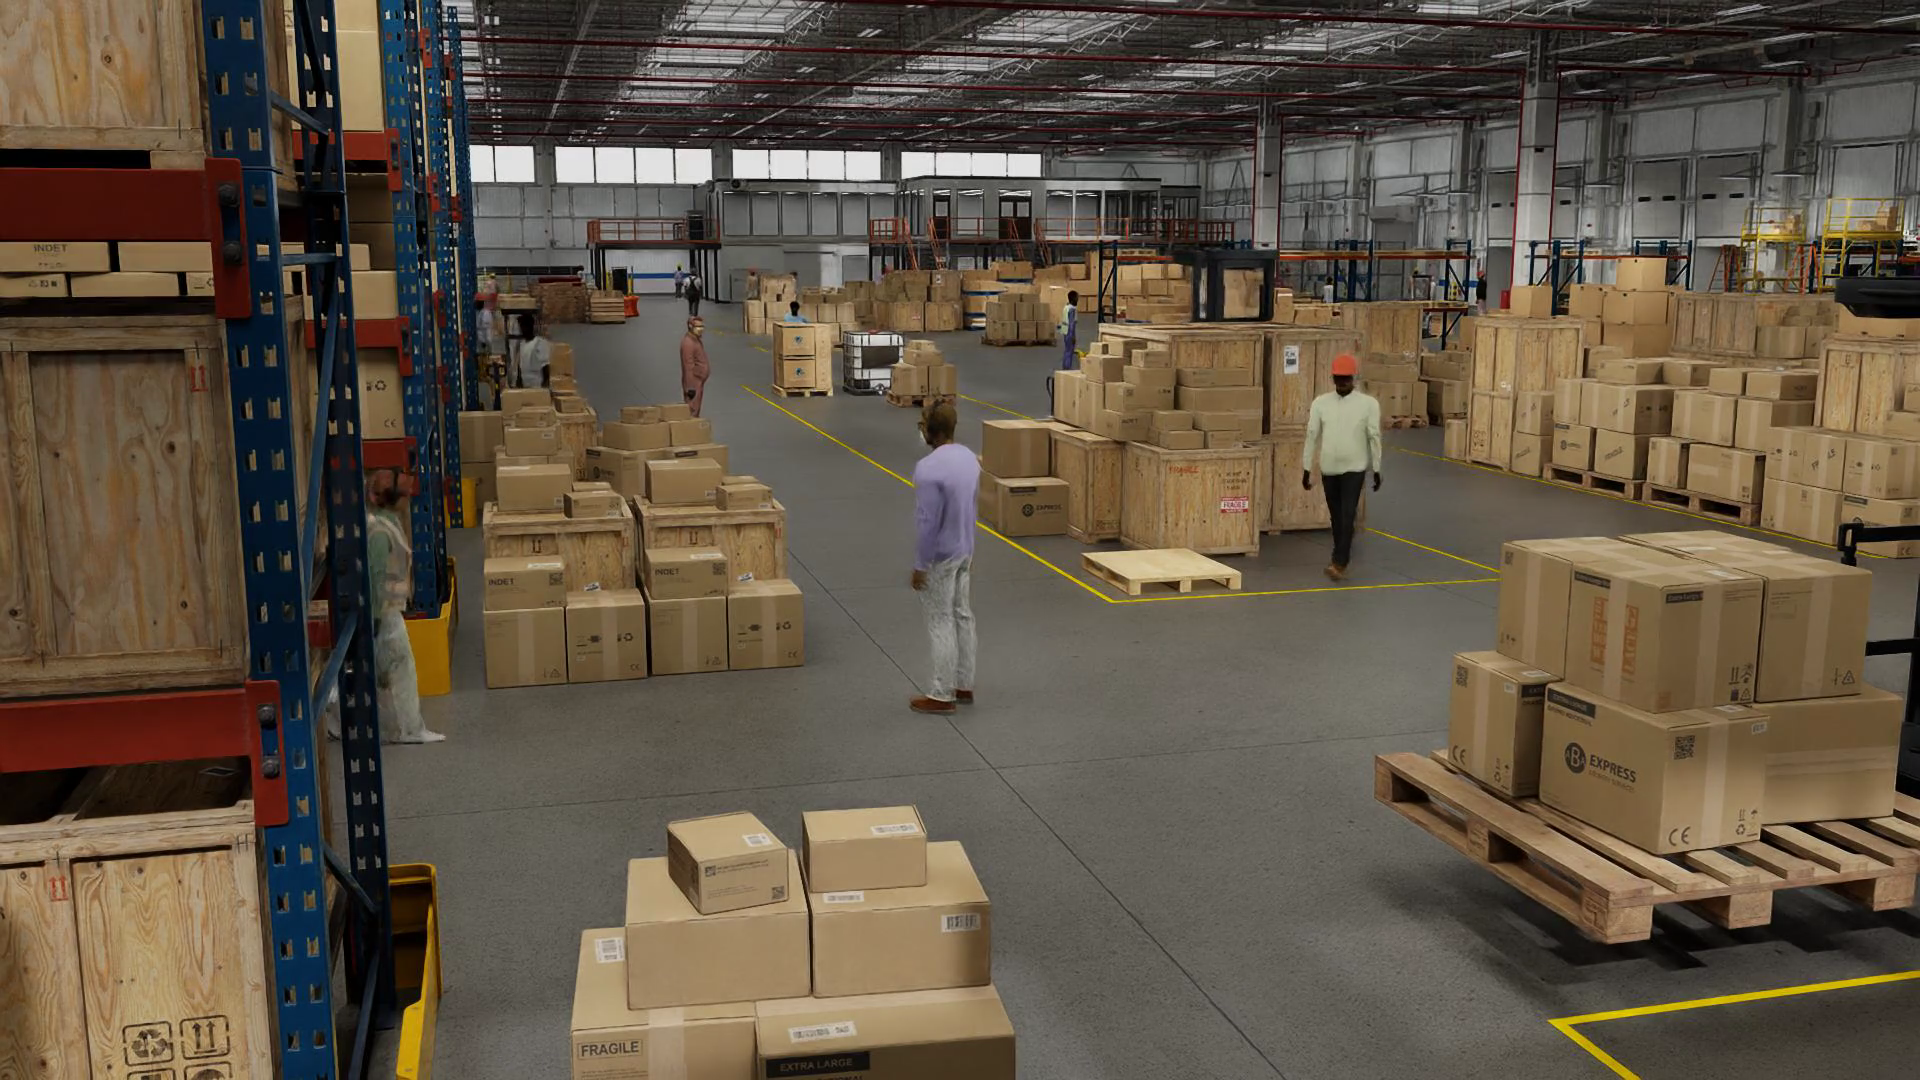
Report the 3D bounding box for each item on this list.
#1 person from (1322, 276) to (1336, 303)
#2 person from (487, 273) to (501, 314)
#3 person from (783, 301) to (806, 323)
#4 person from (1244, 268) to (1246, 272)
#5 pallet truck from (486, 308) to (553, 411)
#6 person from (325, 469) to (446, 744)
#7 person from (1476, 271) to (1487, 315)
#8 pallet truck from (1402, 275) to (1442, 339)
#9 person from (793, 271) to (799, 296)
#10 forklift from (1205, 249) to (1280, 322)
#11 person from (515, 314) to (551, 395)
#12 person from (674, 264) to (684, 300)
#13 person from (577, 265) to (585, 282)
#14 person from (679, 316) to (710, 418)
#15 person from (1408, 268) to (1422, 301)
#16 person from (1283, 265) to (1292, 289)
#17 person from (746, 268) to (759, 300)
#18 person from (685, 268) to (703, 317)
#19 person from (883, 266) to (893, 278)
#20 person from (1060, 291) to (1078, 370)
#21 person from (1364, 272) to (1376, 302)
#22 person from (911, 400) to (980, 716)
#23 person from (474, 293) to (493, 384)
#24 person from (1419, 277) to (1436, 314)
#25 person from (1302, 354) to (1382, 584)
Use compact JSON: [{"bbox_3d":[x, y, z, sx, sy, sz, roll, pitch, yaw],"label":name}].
[{"bbox_3d":[12.291,-7.834,55.397,0.521,1.870,0.319,5,11,26],"label":"person"},{"bbox_3d":[-19.708,-10.418,70.341,0.555,1.745,0.551,0,10,-2],"label":"person"},{"bbox_3d":[-3.647,-4.442,36.687,0.553,1.685,0.458,1,10,8],"label":"person"},{"bbox_3d":[16.221,-14.924,95.408,0.617,1.931,0.737,-2,10,-9],"label":"person"},{"bbox_3d":[-6.242,-2.418,24.362,0.823,1.965,1.885,1,10,3],"label":"pallet truck"},{"bbox_3d":[-3.370,0.395,9.503,0.691,1.614,0.533,-3,11,-18],"label":"person"},{"bbox_3d":[18.781,-8.709,59.993,0.386,1.996,0.610,9,13,41],"label":"person"},{"bbox_3d":[14.620,-7.324,52.145,0.823,1.965,1.885,8,13,40],"label":"pallet truck"},{"bbox_3d":[-6.650,-9.786,66.481,0.981,1.863,0.636,-6,12,-30],"label":"person"},{"bbox_3d":[3.725,-2.462,22.115,1.129,2.768,1.873,-3,10,-16],"label":"forklift"},{"bbox_3d":[-5.948,-2.171,23.115,0.619,1.940,0.439,9,14,42],"label":"person"},{"bbox_3d":[-15.146,-13.931,89.753,0.385,1.925,0.591,7,12,34],"label":"person"},{"bbox_3d":[-19.715,-13.365,86.666,0.573,1.886,0.353,8,13,39],"label":"person"},{"bbox_3d":[-3.664,-2.144,23.081,0.399,1.905,0.642,0,10,0],"label":"person"},{"bbox_3d":[20.974,-11.586,76.585,0.602,1.895,0.830,1,10,5],"label":"person"},{"bbox_3d":[15.442,-12.064,79.097,0.907,1.958,0.629,-1,10,-8],"label":"person"},{"bbox_3d":[-9.255,-11.165,74.125,0.548,1.920,0.671,-5,11,-27],"label":"person"},{"bbox_3d":[-10.505,-9.772,65.886,0.704,2.000,0.869,1,10,5],"label":"person"},{"bbox_3d":[-3.059,-10.714,71.279,0.643,2.020,0.539,-6,12,-32],"label":"person"},{"bbox_3d":[2.375,-4.442,36.057,0.370,1.915,0.597,-1,10,-8],"label":"person"},{"bbox_3d":[19.682,-12.067,79.918,0.536,1.672,0.697,-7,12,-33],"label":"person"},{"bbox_3d":[-0.096,0.109,10.222,0.352,1.937,0.635,5,11,27],"label":"person"},{"bbox_3d":[-10.052,-4.185,34.641,0.964,1.894,0.575,-8,13,-39],"label":"person"},{"bbox_3d":[17.559,-9.047,62.494,0.643,1.796,0.972,1,10,7],"label":"person"},{"bbox_3d":[3.253,-0.614,14.287,0.651,1.939,1.036,5,11,28],"label":"person"}]
